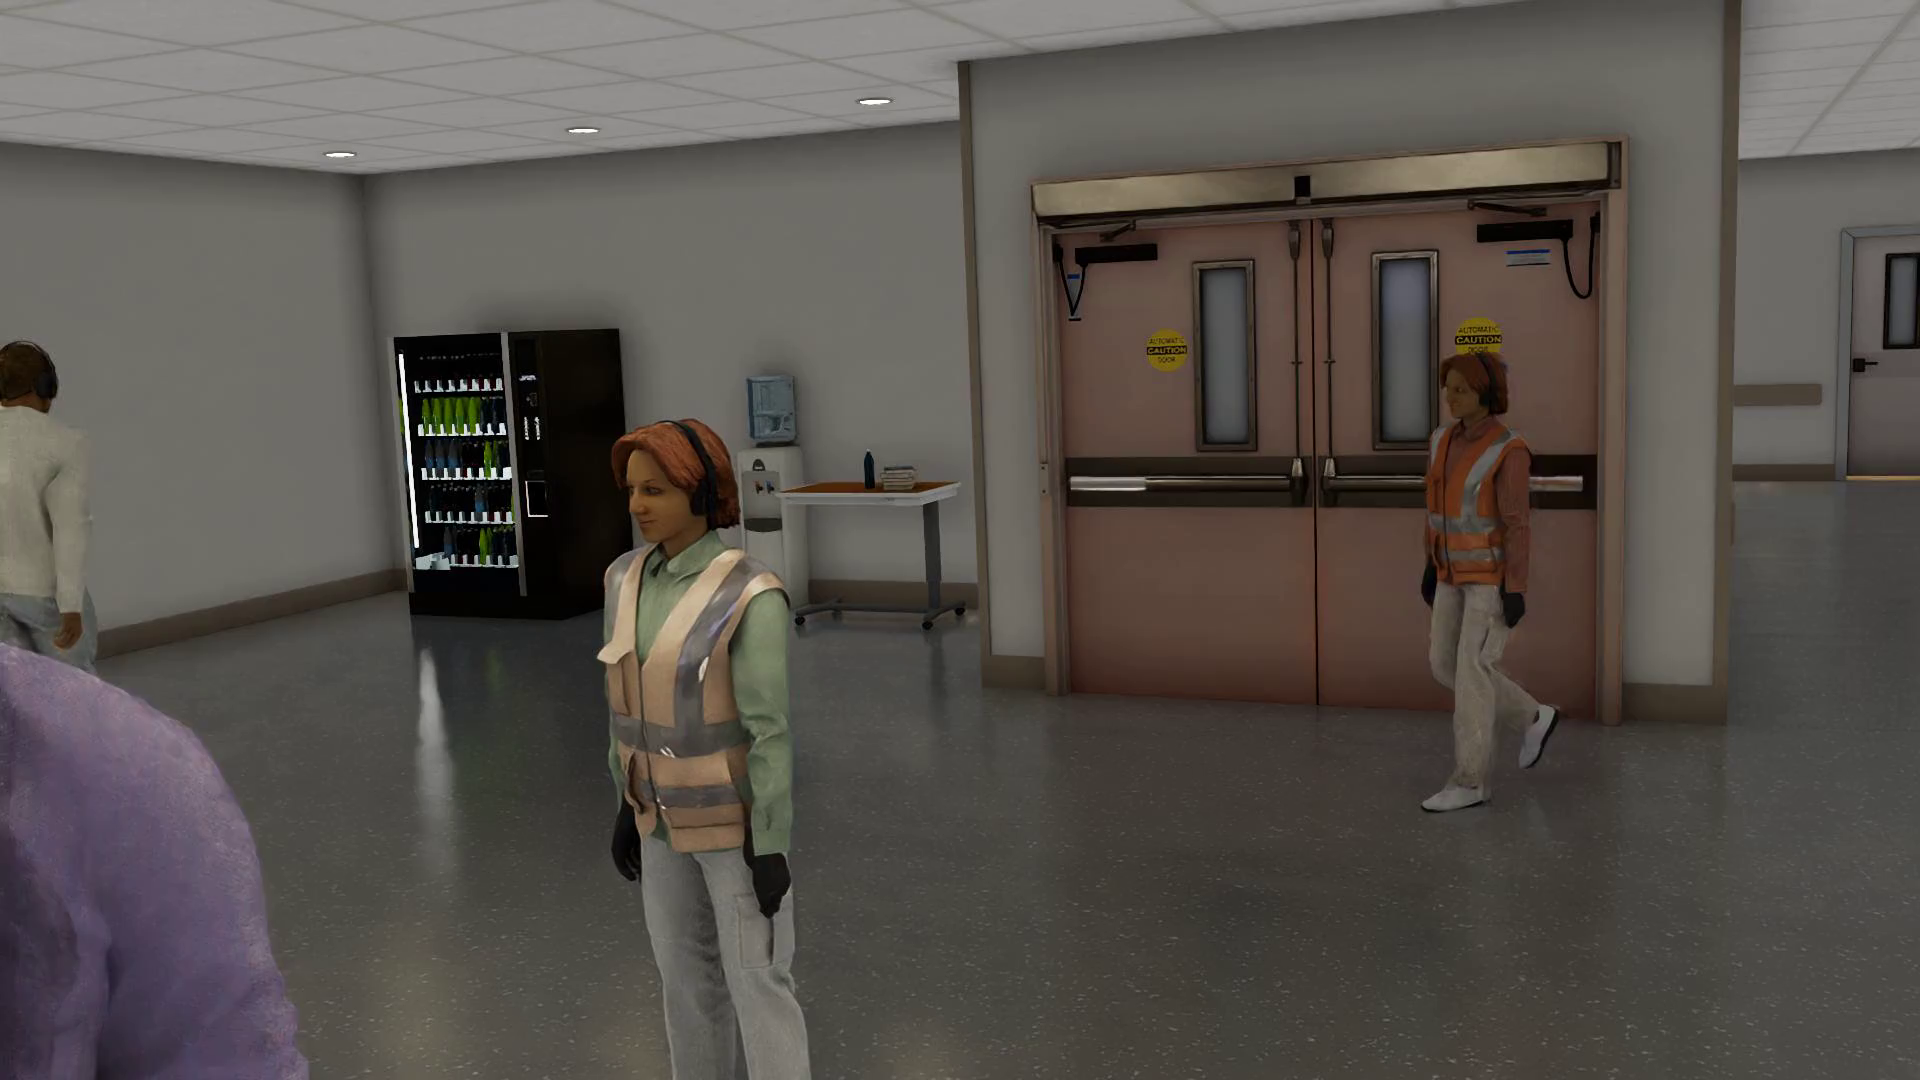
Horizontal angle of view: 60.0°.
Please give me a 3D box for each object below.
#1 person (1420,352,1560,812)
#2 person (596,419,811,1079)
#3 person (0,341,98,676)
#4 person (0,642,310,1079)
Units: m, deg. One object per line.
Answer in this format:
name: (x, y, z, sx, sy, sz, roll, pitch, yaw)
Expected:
person: (1.884, 0.138, 5.909, 0.569, 1.620, 0.529, -4, 8, -16)
person: (-0.500, 0.574, 3.291, 0.507, 1.629, 0.315, 5, 10, 43)
person: (-3.487, 0.219, 6.047, 0.643, 1.887, 0.930, -2, 7, 5)
person: (-0.715, 0.744, 1.067, 0.759, 1.881, 0.451, -6, 8, -28)
